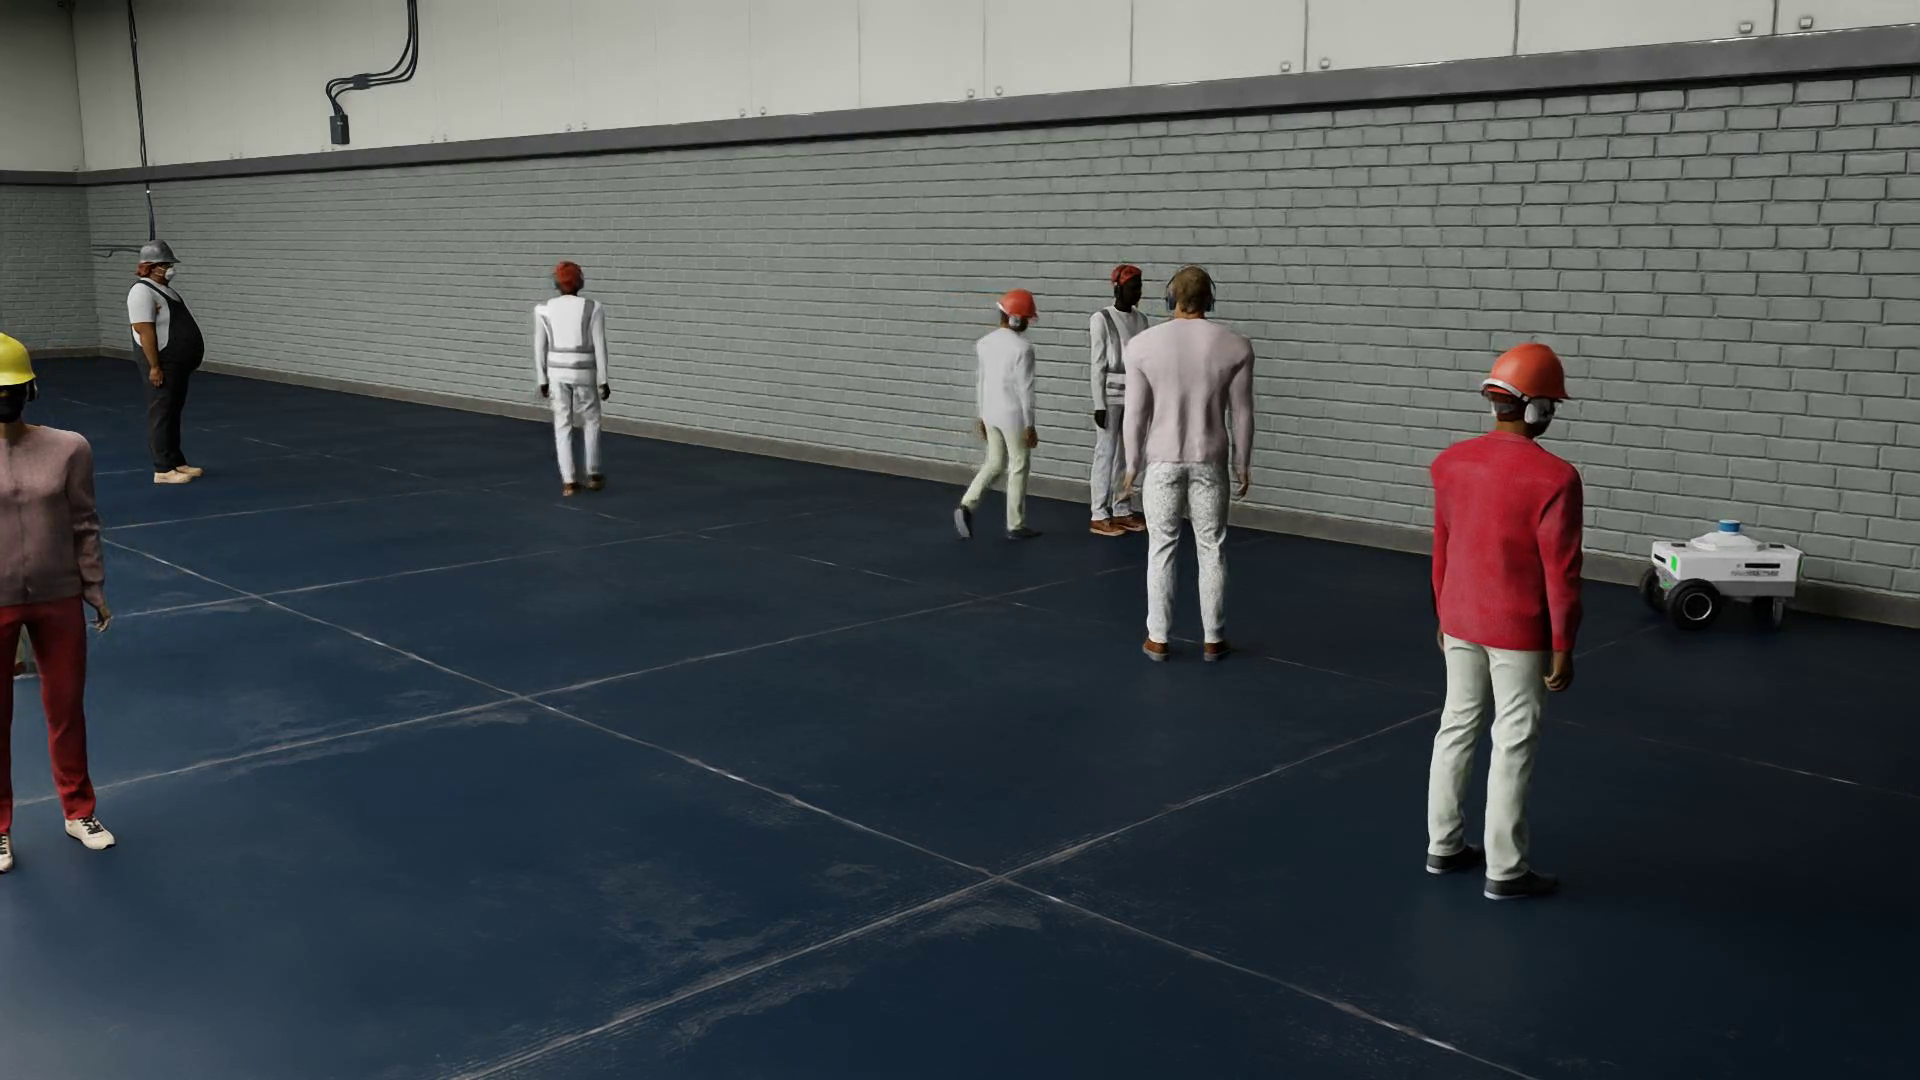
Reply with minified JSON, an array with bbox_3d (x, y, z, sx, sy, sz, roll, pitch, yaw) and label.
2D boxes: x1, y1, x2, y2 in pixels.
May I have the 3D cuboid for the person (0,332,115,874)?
[{"bbox_3d":[-3.092,0.203,5.489,0.533,1.768,0.310,-10,14,-43],"label":"person"}]

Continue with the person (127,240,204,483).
[{"bbox_3d":[-6.689,-1.512,14.091,0.538,2.000,0.684,-2,11,-10],"label":"person"}]

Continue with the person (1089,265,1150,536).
[{"bbox_3d":[1.116,-0.968,11.584,0.568,1.878,0.351,-9,14,-41],"label":"person"}]

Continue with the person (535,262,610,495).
[{"bbox_3d":[-3.120,-1.322,13.538,0.613,1.856,0.803,0,10,1],"label":"person"}]

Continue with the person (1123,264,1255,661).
[{"bbox_3d":[1.109,-0.366,8.118,0.635,1.937,0.352,1,10,4],"label":"person"}]

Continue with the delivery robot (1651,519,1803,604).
[{"bbox_3d":[4.108,0.133,8.918,0.707,0.478,0.477,0,10,3],"label":"delivery robot"}]

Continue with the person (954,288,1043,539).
[{"bbox_3d":[0.295,-0.841,11.286,0.563,1.742,0.574,-7,13,-34],"label":"person"}]

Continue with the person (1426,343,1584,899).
[{"bbox_3d":[1.735,0.254,5.266,0.348,1.746,0.571,-6,12,-30],"label":"person"}]
